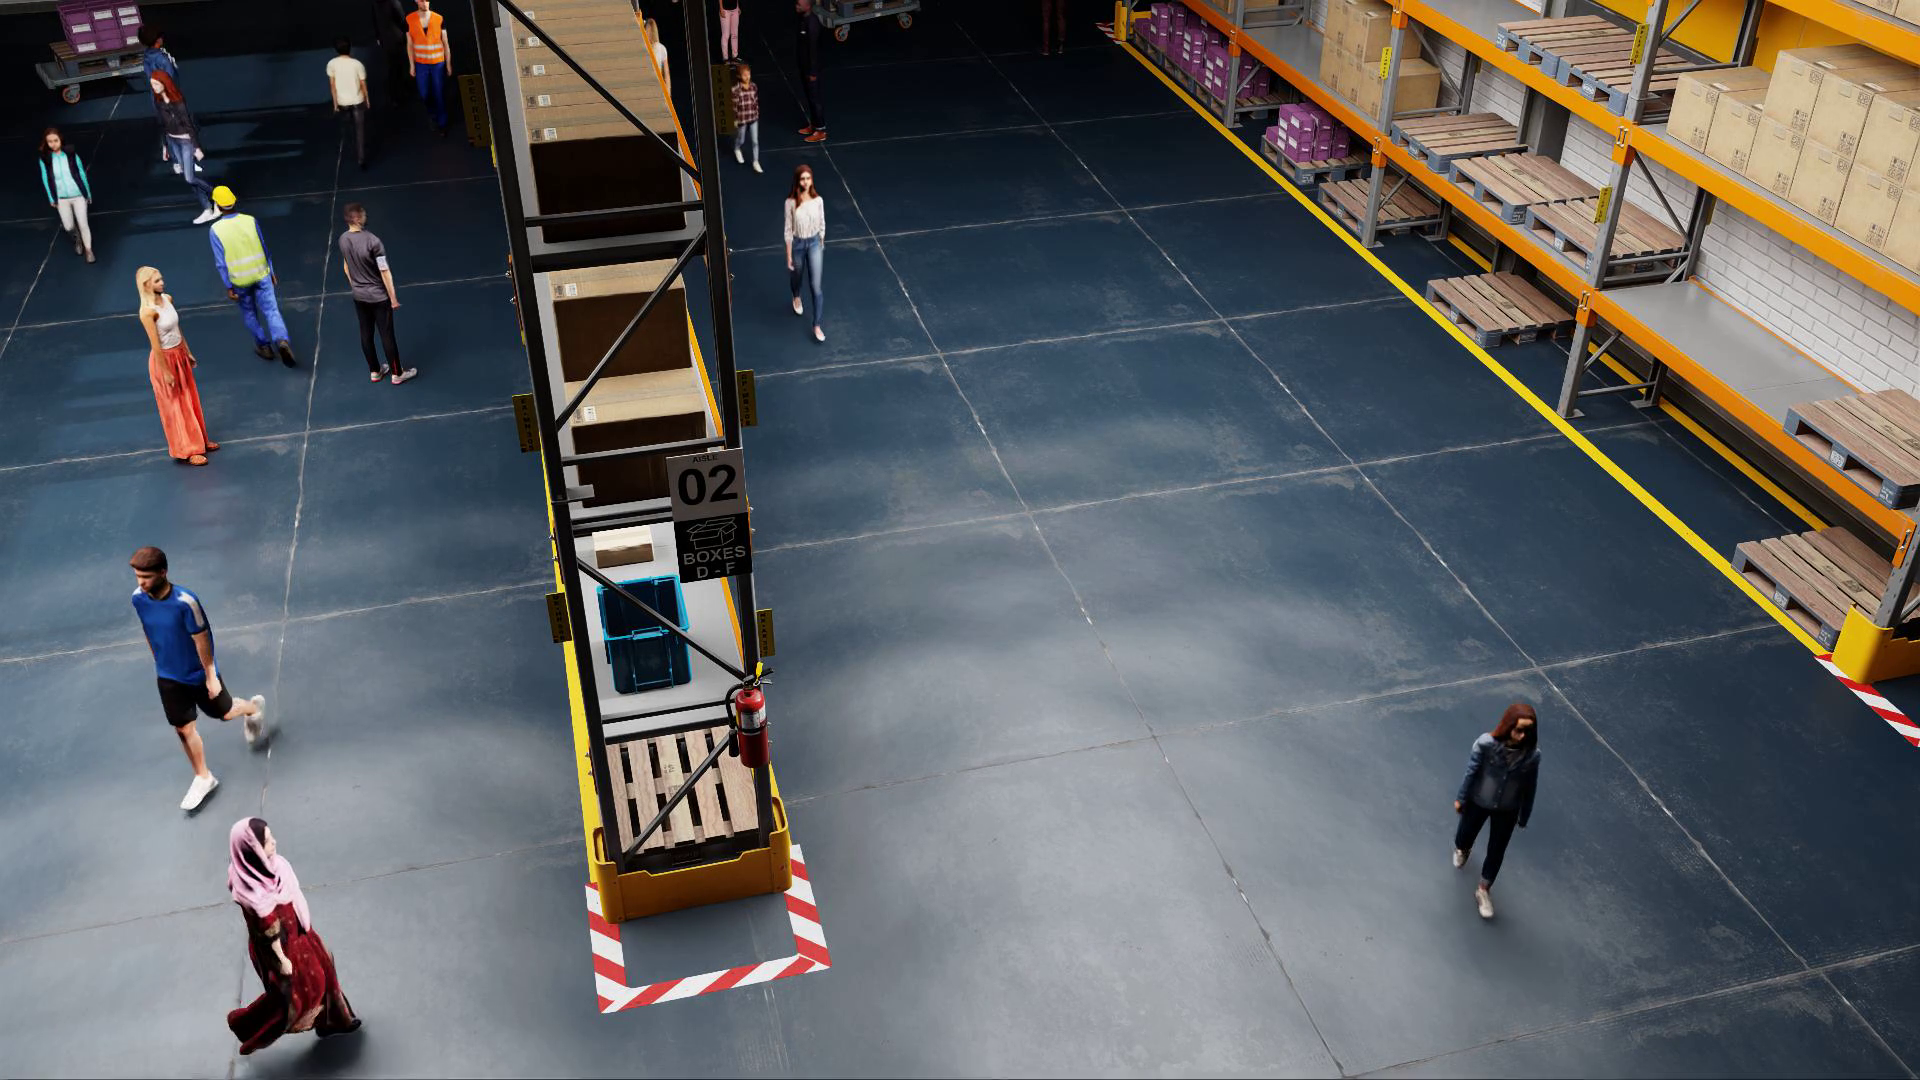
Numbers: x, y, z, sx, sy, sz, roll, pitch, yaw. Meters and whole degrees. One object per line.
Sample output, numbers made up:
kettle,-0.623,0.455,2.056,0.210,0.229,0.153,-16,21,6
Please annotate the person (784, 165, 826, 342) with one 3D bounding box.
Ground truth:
person,-1.563,-2.891,16.472,0.600,1.695,1.109,-7,34,-10

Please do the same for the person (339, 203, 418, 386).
person,-5.492,-2.290,15.507,0.717,1.762,0.742,12,35,17

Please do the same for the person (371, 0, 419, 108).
person,-7.556,-6.584,21.988,0.924,1.740,1.004,15,36,21

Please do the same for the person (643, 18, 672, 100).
person,-3.699,-5.345,20.064,0.656,1.806,1.068,-11,35,-15

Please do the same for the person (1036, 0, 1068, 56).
person,1.355,-7.942,23.918,0.682,1.866,0.598,-10,35,-15

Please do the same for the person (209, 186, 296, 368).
person,-6.702,-2.449,15.723,0.934,1.789,1.140,-24,40,-31

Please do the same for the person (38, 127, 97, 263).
person,-9.613,-3.747,17.939,0.641,1.498,0.687,-16,37,-22

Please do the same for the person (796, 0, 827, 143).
person,-1.882,-5.979,21.008,0.768,1.818,0.556,-12,35,-17

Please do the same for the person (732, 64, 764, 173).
person,-2.631,-5.156,20.249,0.657,1.287,0.922,-17,37,-24

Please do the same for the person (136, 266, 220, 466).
person,-6.785,-1.511,14.298,0.754,1.805,0.621,2,34,2

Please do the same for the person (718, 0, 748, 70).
person,-3.274,-7.483,23.499,0.661,1.566,0.617,24,40,31

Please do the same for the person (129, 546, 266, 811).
person,-4.944,0.790,10.799,0.958,1.844,1.248,4,34,6

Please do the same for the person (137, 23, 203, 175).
person,-9.557,-5.237,19.919,0.759,1.788,0.857,26,42,34

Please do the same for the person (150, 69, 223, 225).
person,-8.677,-4.449,18.750,0.781,1.770,0.841,12,35,17

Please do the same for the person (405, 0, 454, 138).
person,-6.730,-6.085,21.121,0.679,1.868,0.677,-8,34,-11

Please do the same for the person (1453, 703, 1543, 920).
person,3.201,1.551,9.995,0.780,1.469,0.876,7,34,10

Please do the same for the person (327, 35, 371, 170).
person,-7.393,-5.263,20.178,0.698,1.544,1.078,-5,34,-7

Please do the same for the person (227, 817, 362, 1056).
person,-3.734,2.160,8.939,0.770,1.623,0.850,-6,34,-9
